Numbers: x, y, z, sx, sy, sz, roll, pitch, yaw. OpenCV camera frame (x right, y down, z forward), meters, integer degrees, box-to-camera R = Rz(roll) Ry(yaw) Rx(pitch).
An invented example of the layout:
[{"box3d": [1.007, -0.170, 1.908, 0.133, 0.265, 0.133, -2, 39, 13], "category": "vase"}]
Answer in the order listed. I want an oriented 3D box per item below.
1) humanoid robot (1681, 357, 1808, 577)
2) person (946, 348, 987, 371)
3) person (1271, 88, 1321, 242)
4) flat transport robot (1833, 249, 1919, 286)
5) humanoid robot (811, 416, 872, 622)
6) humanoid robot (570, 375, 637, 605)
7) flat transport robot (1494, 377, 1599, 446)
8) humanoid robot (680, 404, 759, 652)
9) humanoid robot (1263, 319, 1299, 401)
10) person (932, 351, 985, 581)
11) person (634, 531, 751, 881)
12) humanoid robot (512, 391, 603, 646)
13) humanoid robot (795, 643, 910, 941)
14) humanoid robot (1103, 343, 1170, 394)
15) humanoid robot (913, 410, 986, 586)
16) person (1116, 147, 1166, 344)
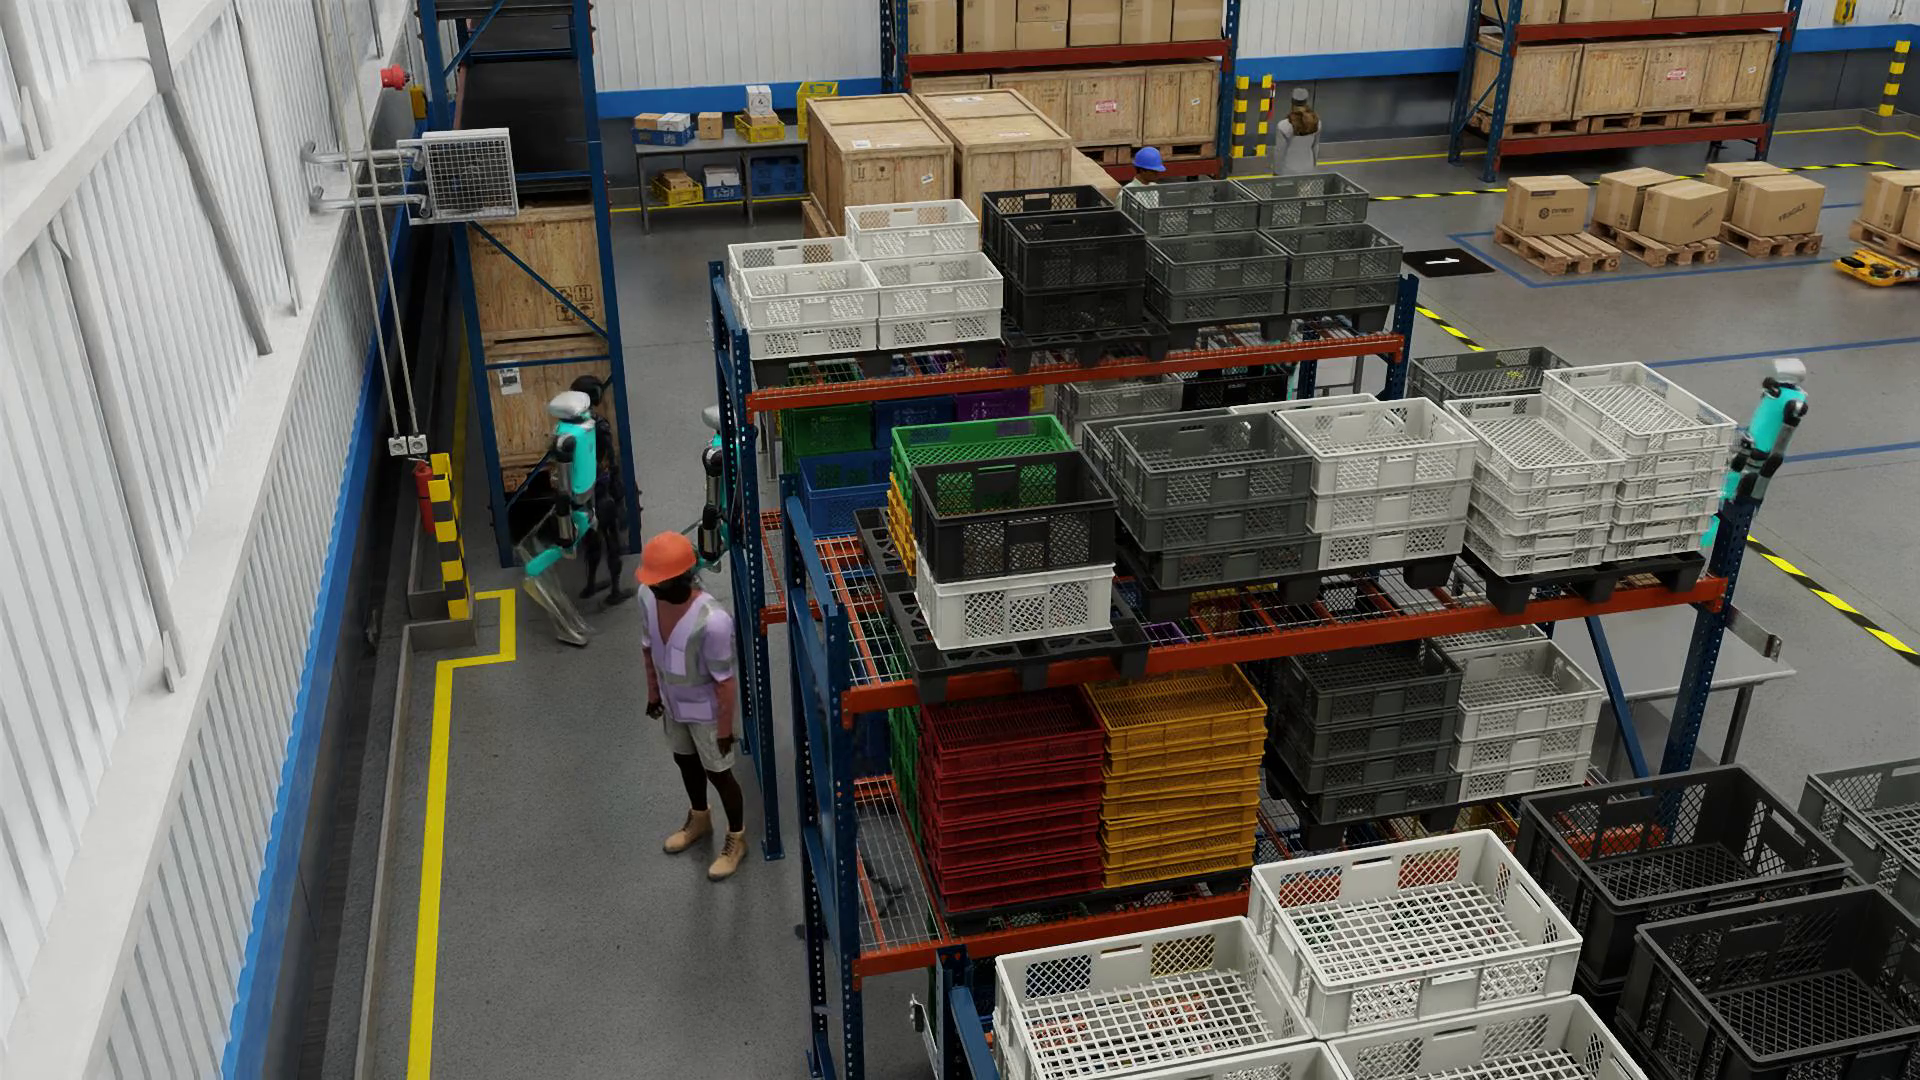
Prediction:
[{"box3d": [5.109, -0.366, 11.192, 0.810, 1.794, 0.552, 3, 28, 5], "category": "humanoid robot"}, {"box3d": [0.053, -0.722, 11.727, 0.998, 1.830, 0.608, -11, 30, -20], "category": "person"}, {"box3d": [3.624, -3.998, 18.023, 0.573, 1.767, 0.395, -13, 30, -23], "category": "person"}, {"box3d": [10.090, -2.934, 17.583, 1.431, 0.197, 0.652, -6, 28, -12], "category": "flat transport robot"}, {"box3d": [-0.823, -0.232, 10.959, 0.599, 1.657, 0.315, 10, 29, 18], "category": "humanoid robot"}, {"box3d": [-2.437, -0.338, 11.171, 0.610, 1.650, 0.354, 25, 37, 39], "category": "humanoid robot"}, {"box3d": [4.780, -1.036, 14.013, 0.659, 0.231, 1.431, -6, 28, -12], "category": "flat transport robot"}, {"box3d": [-1.631, -0.094, 10.512, 0.735, 1.673, 0.533, 11, 30, 19], "category": "humanoid robot"}, {"box3d": [2.065, -0.782, 11.946, 1.003, 1.729, 0.538, 0, 28, -1], "category": "humanoid robot"}, {"box3d": [0.035, -0.406, 11.139, 0.404, 1.829, 0.599, 20, 34, 33], "category": "person"}, {"box3d": [-1.406, 0.852, 8.555, 0.618, 2.030, 0.437, 21, 34, 34], "category": "person"}, {"box3d": [-2.622, -0.126, 10.674, 0.688, 1.761, 0.536, 4, 28, 7], "category": "humanoid robot"}, {"box3d": [-0.556, 1.249, 8.180, 0.544, 1.638, 0.600, 2, 28, 3], "category": "humanoid robot"}, {"box3d": [1.435, -1.691, 13.774, 0.602, 1.636, 0.628, -6, 28, -11], "category": "humanoid robot"}, {"box3d": [-0.157, -0.172, 10.770, 0.658, 1.782, 0.539, 0, 28, 0], "category": "humanoid robot"}, {"box3d": [1.643, -2.652, 15.291, 0.413, 1.939, 0.607, 20, 34, 33], "category": "person"}]
